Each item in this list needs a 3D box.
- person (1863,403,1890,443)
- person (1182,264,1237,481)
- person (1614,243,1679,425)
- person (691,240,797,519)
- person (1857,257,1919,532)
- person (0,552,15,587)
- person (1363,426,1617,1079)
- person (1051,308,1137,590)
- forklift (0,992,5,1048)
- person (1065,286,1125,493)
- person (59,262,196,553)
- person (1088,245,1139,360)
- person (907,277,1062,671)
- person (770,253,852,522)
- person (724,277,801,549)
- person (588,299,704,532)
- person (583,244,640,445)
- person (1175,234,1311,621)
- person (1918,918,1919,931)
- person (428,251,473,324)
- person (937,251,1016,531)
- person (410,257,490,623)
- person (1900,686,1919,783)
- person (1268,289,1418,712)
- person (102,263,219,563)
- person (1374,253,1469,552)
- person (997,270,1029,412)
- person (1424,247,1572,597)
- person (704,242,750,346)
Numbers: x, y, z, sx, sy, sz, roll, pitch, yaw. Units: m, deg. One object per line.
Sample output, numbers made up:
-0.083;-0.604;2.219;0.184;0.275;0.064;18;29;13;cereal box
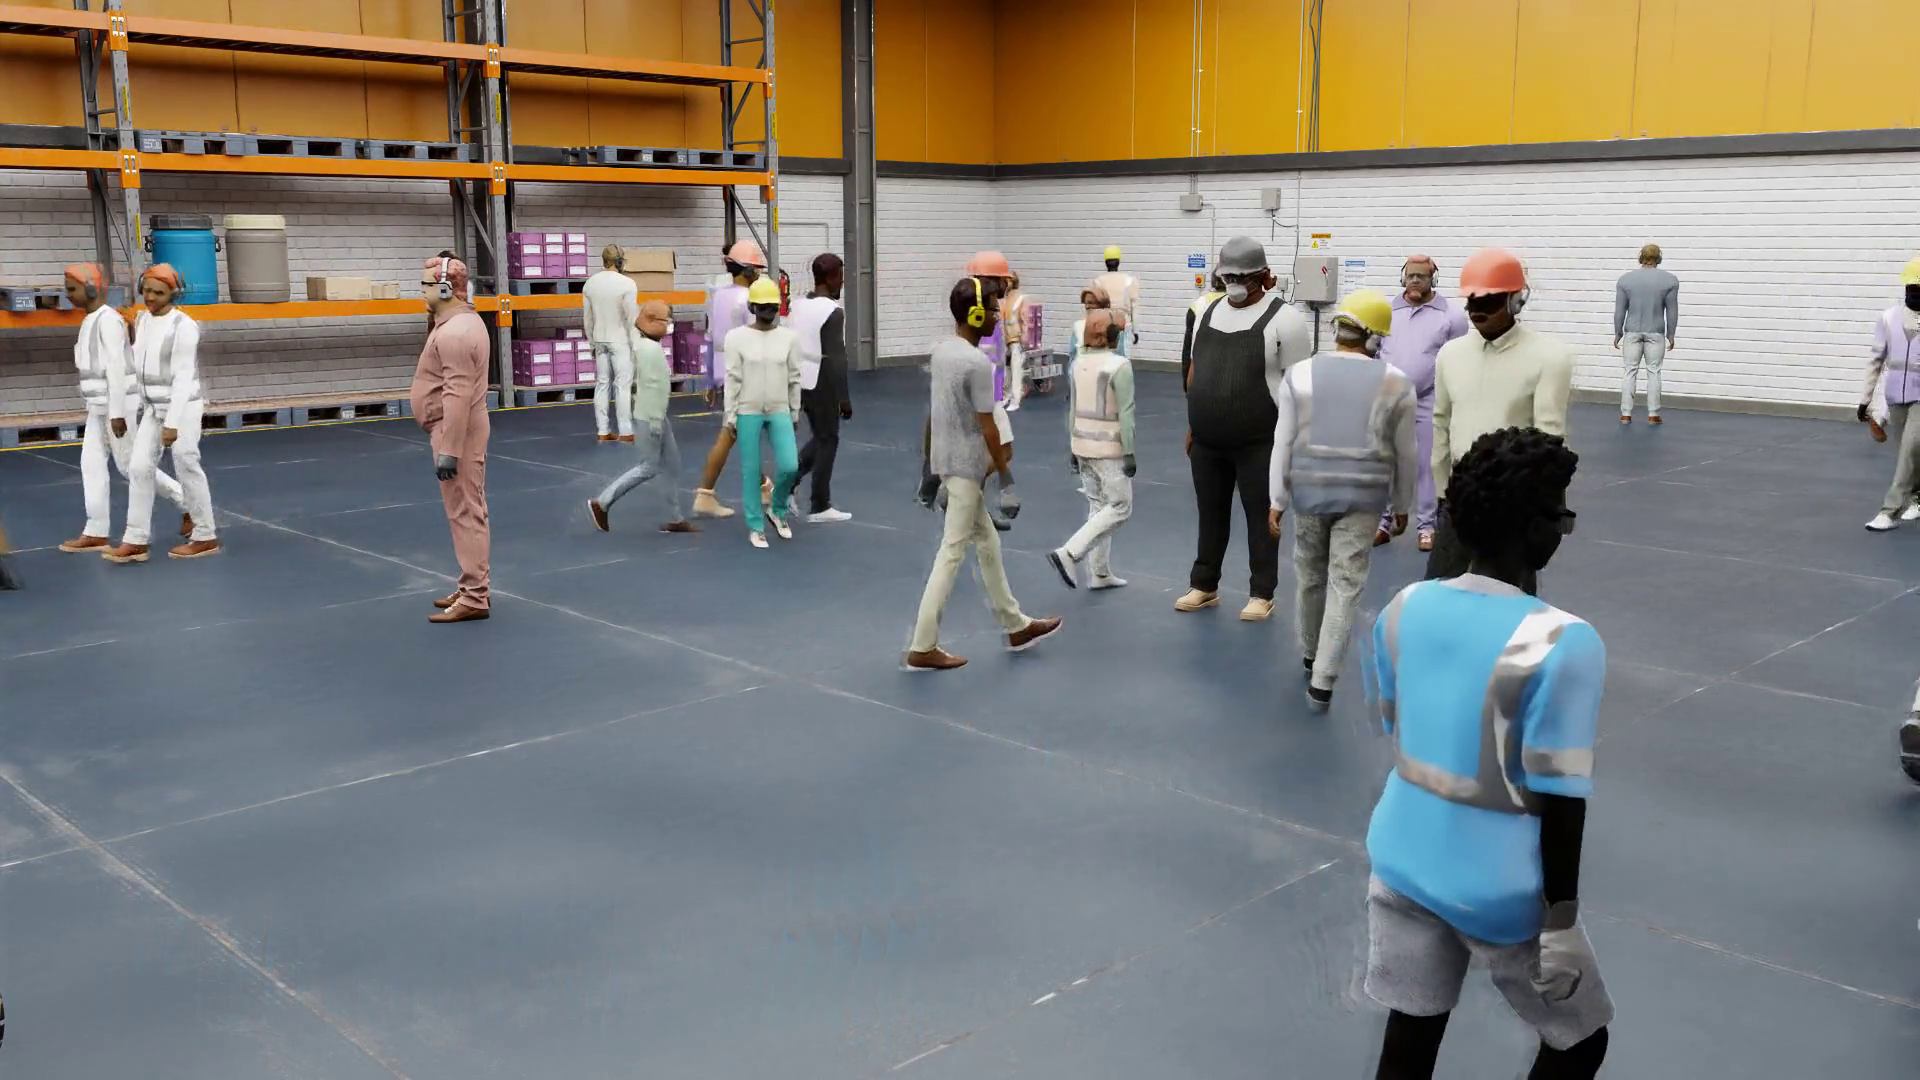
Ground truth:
8.949;-1.774;15.572;0.632;1.919;0.643;10;14;44;person
2.122;-1.334;13.456;0.659;1.801;0.902;1;10;5;person
7.332;-2.197;17.808;0.635;1.936;0.353;5;12;26;person
-1.588;-1.162;12.053;0.990;1.995;0.640;-8;13;-37;person
6.636;-1.022;11.583;1.002;1.878;0.611;-7;12;-33;person
-5.910;-0.605;9.316;1.038;1.884;0.554;-1;10;-3;person
1.032;0.621;3.117;0.593;1.674;0.558;-5;12;-27;person
0.747;-0.487;9.332;0.519;1.617;0.524;-6;12;-30;person
-3.245;0.323;3.363;2.313;2.155;1.214;2;11;13;forklift
1.058;-1.164;13.023;0.367;1.629;0.532;-9;14;-41;person
-5.392;-0.859;10.744;0.858;1.860;0.627;-9;14;-41;person
1.790;-2.494;19.490;0.611;1.912;0.579;2;11;8;person
0.141;-0.306;7.802;0.932;1.824;0.534;-4;11;-21;person
-1.019;-1.049;11.648;0.473;1.899;0.607;-6;12;-29;person
-1.265;-0.808;10.741;0.538;1.757;0.370;-4;11;-21;person
-2.133;-0.809;11.166;0.695;1.609;0.510;-1;10;-5;person
-3.350;-1.885;16.104;0.635;1.936;0.352;5;12;27;person
1.455;-0.594;8.785;0.676;2.000;0.536;8;13;38;person
2.820;0.381;4.307;0.487;1.733;0.326;-1;10;-5;person
-5.483;-2.185;17.972;0.541;1.861;0.328;-2;11;-9;person
0.137;-0.978;11.218;0.491;1.924;0.551;-3;11;-17;person
-2.671;-0.525;8.772;0.410;1.908;0.643;-2;11;-11;person
3.793;0.033;6.009;0.751;1.807;0.597;-6;12;-32;person
1.690;-0.194;7.302;0.607;1.785;0.889;4;11;19;person
-4.925;-0.753;10.169;0.615;1.847;0.814;7;12;32;person
2.907;-0.882;10.717;0.640;1.910;0.409;5;12;26;person
0.572;-2.285;19.130;0.515;1.628;0.357;7;12;33;person
2.088;-0.165;6.621;0.638;1.963;0.741;10;14;43;person
-2.372;-2.183;17.709;0.646;1.939;0.769;0;10;0;person
